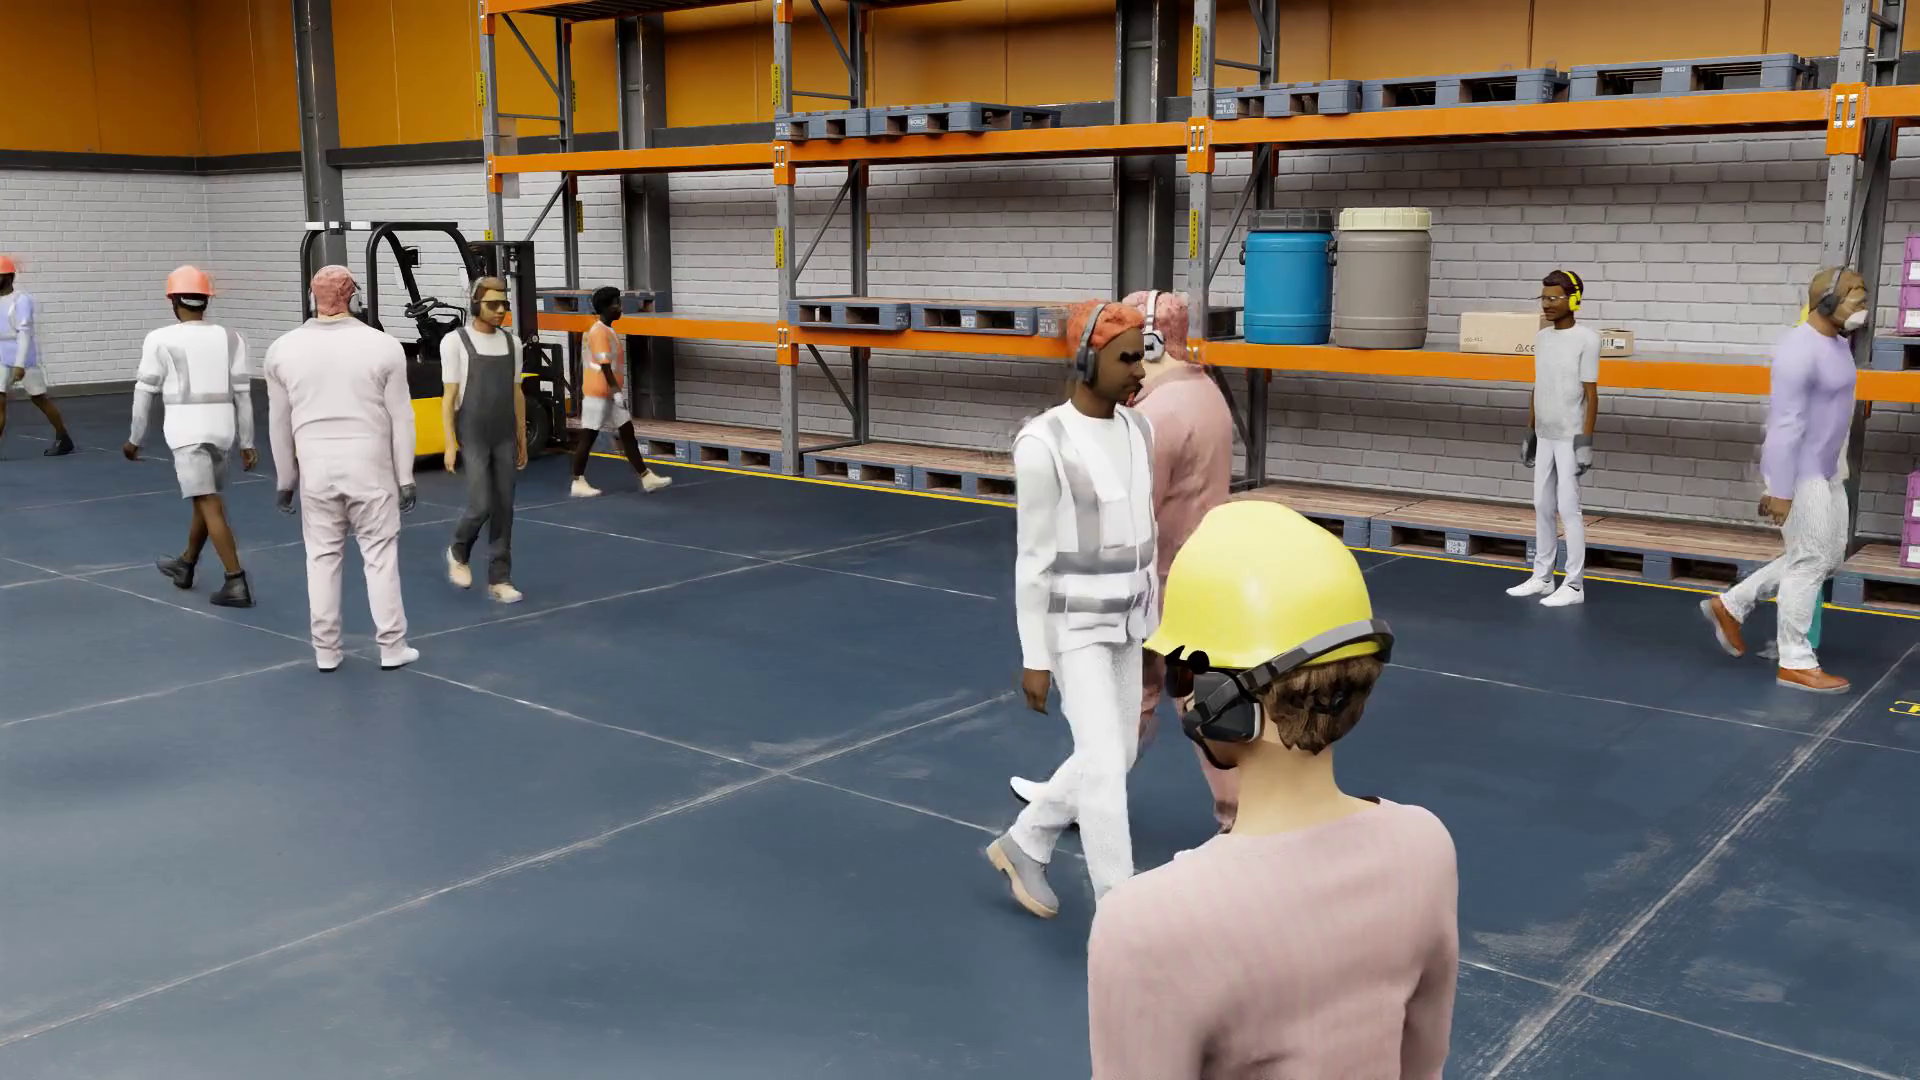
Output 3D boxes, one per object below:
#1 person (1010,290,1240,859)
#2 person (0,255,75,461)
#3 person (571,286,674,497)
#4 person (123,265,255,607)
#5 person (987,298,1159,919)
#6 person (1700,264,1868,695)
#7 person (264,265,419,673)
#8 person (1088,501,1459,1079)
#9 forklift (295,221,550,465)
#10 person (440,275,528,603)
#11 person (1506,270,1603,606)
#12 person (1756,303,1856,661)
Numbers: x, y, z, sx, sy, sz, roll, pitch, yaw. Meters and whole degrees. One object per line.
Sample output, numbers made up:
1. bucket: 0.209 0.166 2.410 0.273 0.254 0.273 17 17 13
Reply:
1. person: 0.583 0.135 5.383 0.979 1.856 0.659 4 11 19
2. person: -8.683 -1.671 15.327 0.562 1.889 0.986 5 11 26
3. person: -2.702 -1.154 13.090 0.853 1.656 0.548 1 10 3
4. person: -4.308 -0.588 9.342 1.020 1.874 0.563 7 12 33
5. person: 0.352 0.251 4.725 0.749 1.869 0.590 9 13 40
6. person: 3.764 -0.282 7.531 0.600 1.918 0.647 9 14 41
7. person: -2.867 -0.324 7.799 0.645 1.908 0.401 -1 10 -5
8. person: 0.321 0.832 1.810 0.518 1.756 0.345 -8 13 -38
9. forklift: -4.922 -1.741 14.854 1.214 2.155 2.313 8 13 38
10. person: -2.653 -0.553 9.281 0.470 1.828 0.537 9 14 41
11. person: 3.330 -0.563 9.262 0.319 1.860 0.516 -4 11 -20
12. person: 4.045 -0.278 7.958 0.345 1.764 0.565 10 14 43
